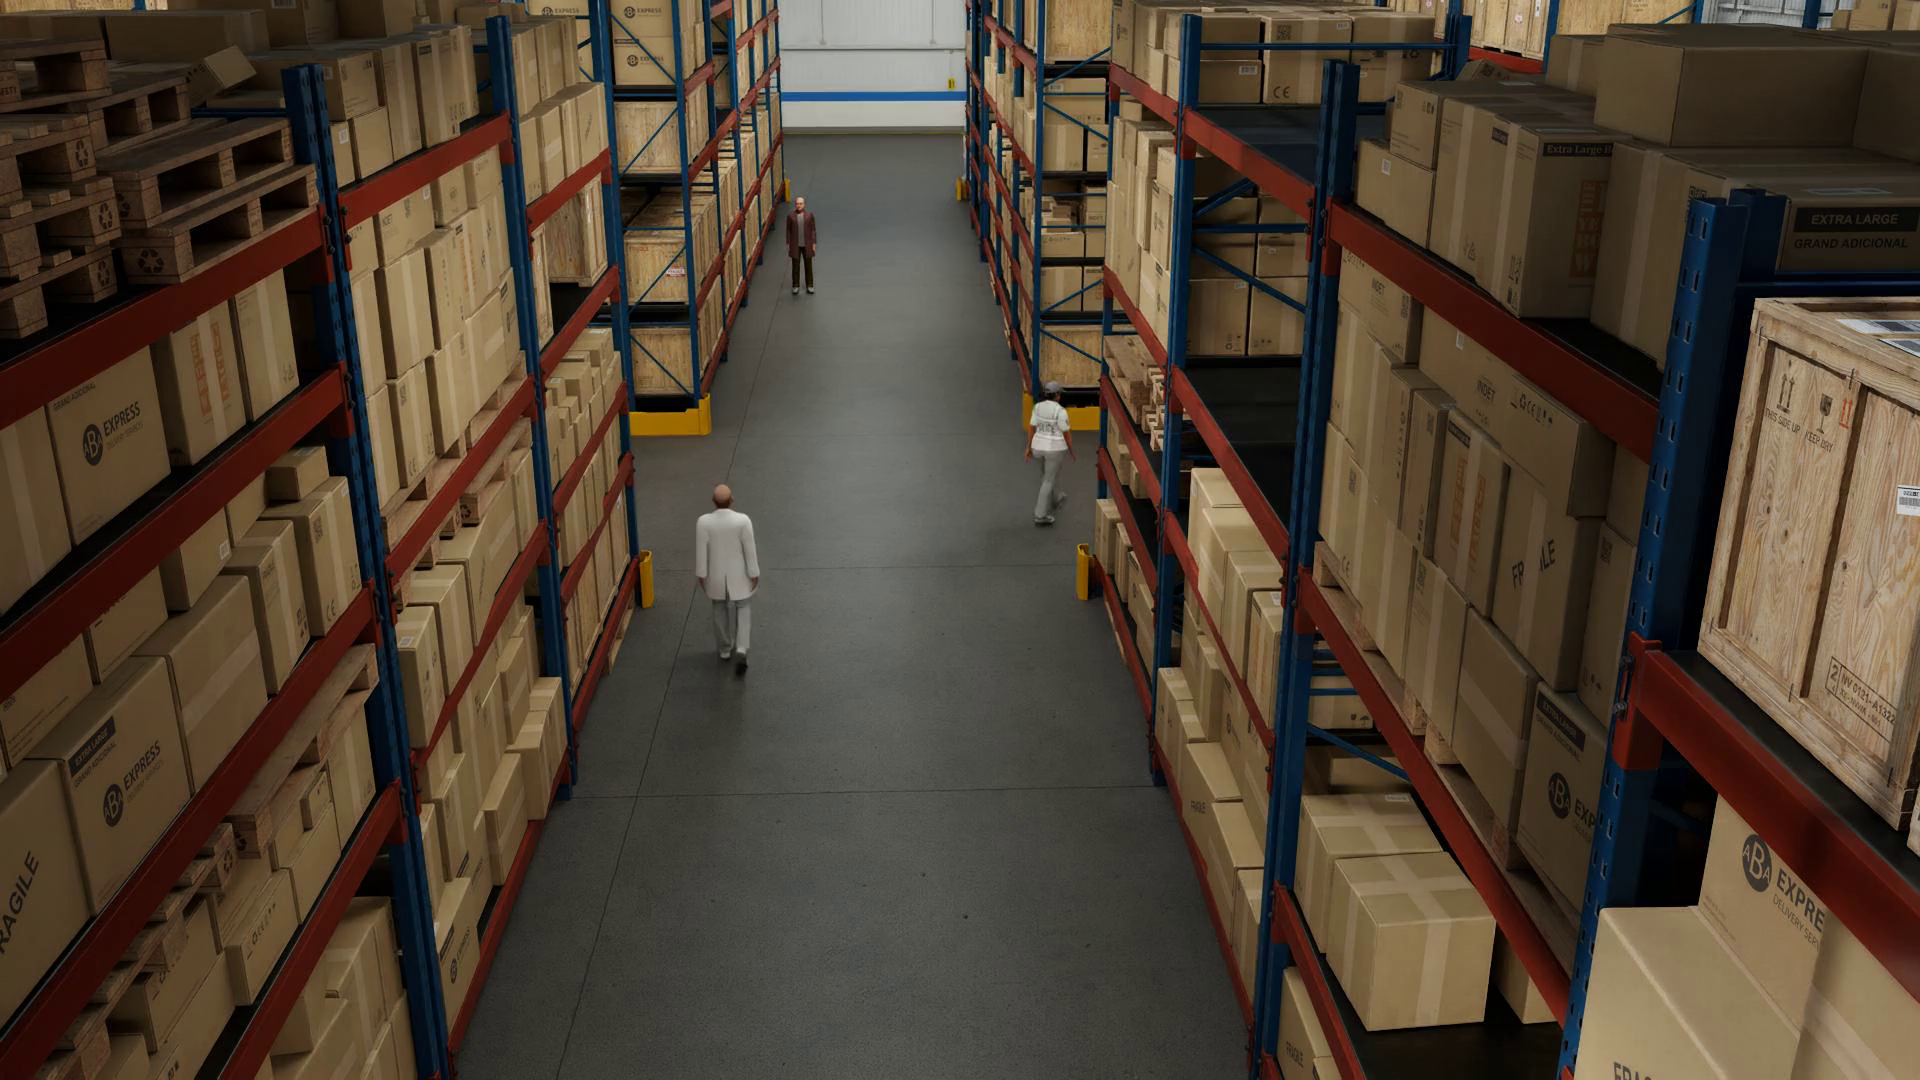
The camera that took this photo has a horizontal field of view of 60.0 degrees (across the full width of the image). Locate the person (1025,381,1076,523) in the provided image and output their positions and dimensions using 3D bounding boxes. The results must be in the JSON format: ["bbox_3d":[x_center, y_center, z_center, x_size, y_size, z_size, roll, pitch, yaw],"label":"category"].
[{"bbox_3d":[1.103,-1.065,19.484,0.509,1.633,0.883,16,26,37],"label":"person"}]

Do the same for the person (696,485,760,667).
[{"bbox_3d":[-2.174,0.323,15.617,0.598,1.794,0.766,-1,20,-2],"label":"person"}]

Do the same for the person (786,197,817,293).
[{"bbox_3d":[-2.985,-5.556,31.357,0.577,1.781,0.401,-2,21,-6],"label":"person"}]
